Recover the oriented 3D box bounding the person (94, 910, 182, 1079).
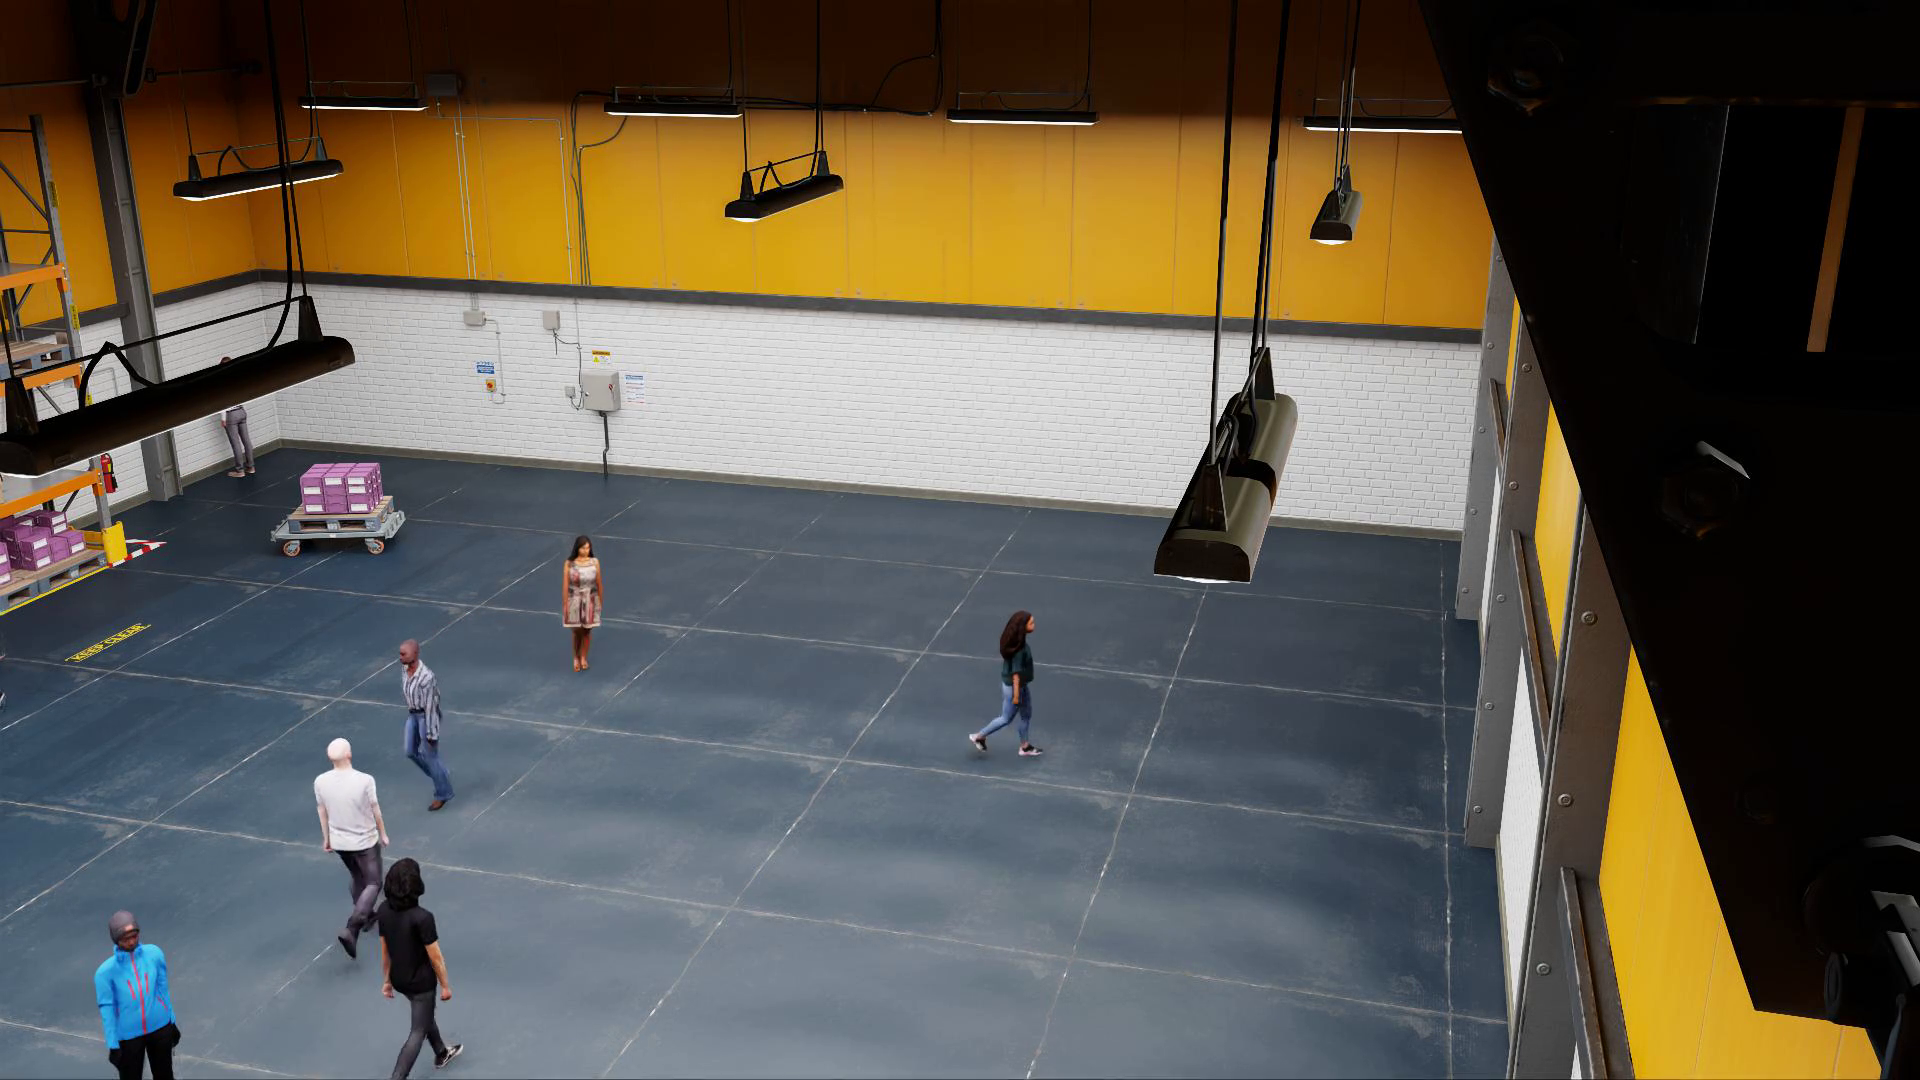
[{"bbox_3d":[-5.538,3.303,11.238,0.750,1.797,0.620,16,24,39],"label":"person"}]

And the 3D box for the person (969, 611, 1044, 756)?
[{"bbox_3d":[0.483,1.489,16.948,0.817,1.591,0.991,0,19,-1],"label":"person"}]

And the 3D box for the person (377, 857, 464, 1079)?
[{"bbox_3d":[-3.911,3.135,11.728,0.793,1.803,1.183,9,20,24],"label":"person"}]

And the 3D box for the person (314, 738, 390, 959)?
[{"bbox_3d":[-4.975,2.507,13.577,0.698,1.812,1.089,3,19,9],"label":"person"}]

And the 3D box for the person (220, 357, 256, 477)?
[{"bbox_3d":[-11.674,-2.007,26.788,0.720,1.937,0.506,7,20,19],"label":"person"}]

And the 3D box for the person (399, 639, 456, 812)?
[{"bbox_3d":[-5.047,1.738,15.925,0.806,1.771,0.824,15,24,38],"label":"person"}]

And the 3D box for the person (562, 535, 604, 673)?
[{"bbox_3d":[-4.377,0.696,19.250,0.806,1.624,0.859,-7,20,-20],"label":"person"}]
